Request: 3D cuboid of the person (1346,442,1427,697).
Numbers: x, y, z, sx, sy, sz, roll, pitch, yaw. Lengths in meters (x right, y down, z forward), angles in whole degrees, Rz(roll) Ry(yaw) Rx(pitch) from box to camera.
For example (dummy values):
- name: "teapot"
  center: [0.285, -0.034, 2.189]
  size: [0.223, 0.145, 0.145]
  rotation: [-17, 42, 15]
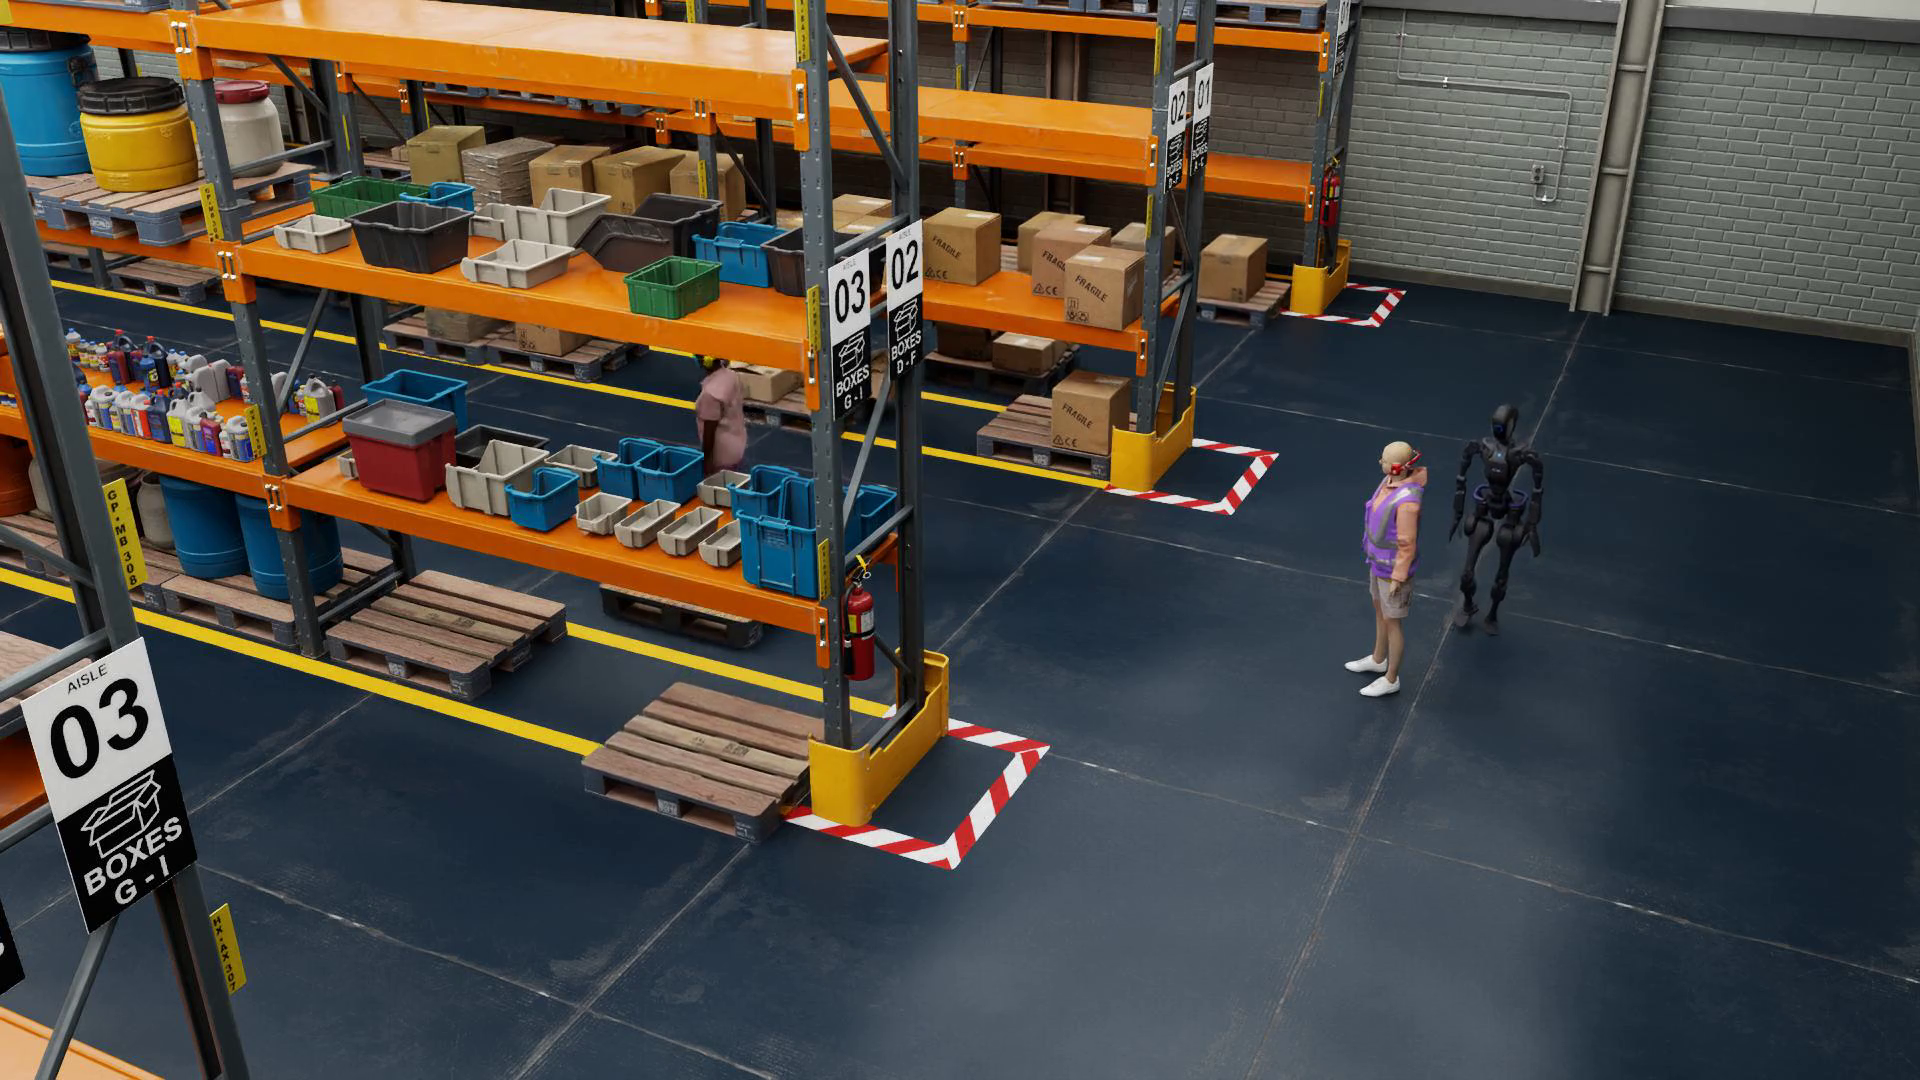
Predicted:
- name: "person"
  center: [2.669, 0.175, 10.340]
  size: [0.344, 1.692, 0.489]
  rotation: [-1, 26, -2]

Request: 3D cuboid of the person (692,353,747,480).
- name: "person"
  center: [-1.731, -0.625, 11.851]
  size: [0.492, 1.780, 0.560]
  rotation: [3, 26, 6]

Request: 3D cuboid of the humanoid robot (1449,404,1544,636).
- name: "humanoid robot"
  center: [3.549, -0.126, 10.978]
  size: [0.612, 1.649, 0.315]
  rotation: [15, 30, 27]
